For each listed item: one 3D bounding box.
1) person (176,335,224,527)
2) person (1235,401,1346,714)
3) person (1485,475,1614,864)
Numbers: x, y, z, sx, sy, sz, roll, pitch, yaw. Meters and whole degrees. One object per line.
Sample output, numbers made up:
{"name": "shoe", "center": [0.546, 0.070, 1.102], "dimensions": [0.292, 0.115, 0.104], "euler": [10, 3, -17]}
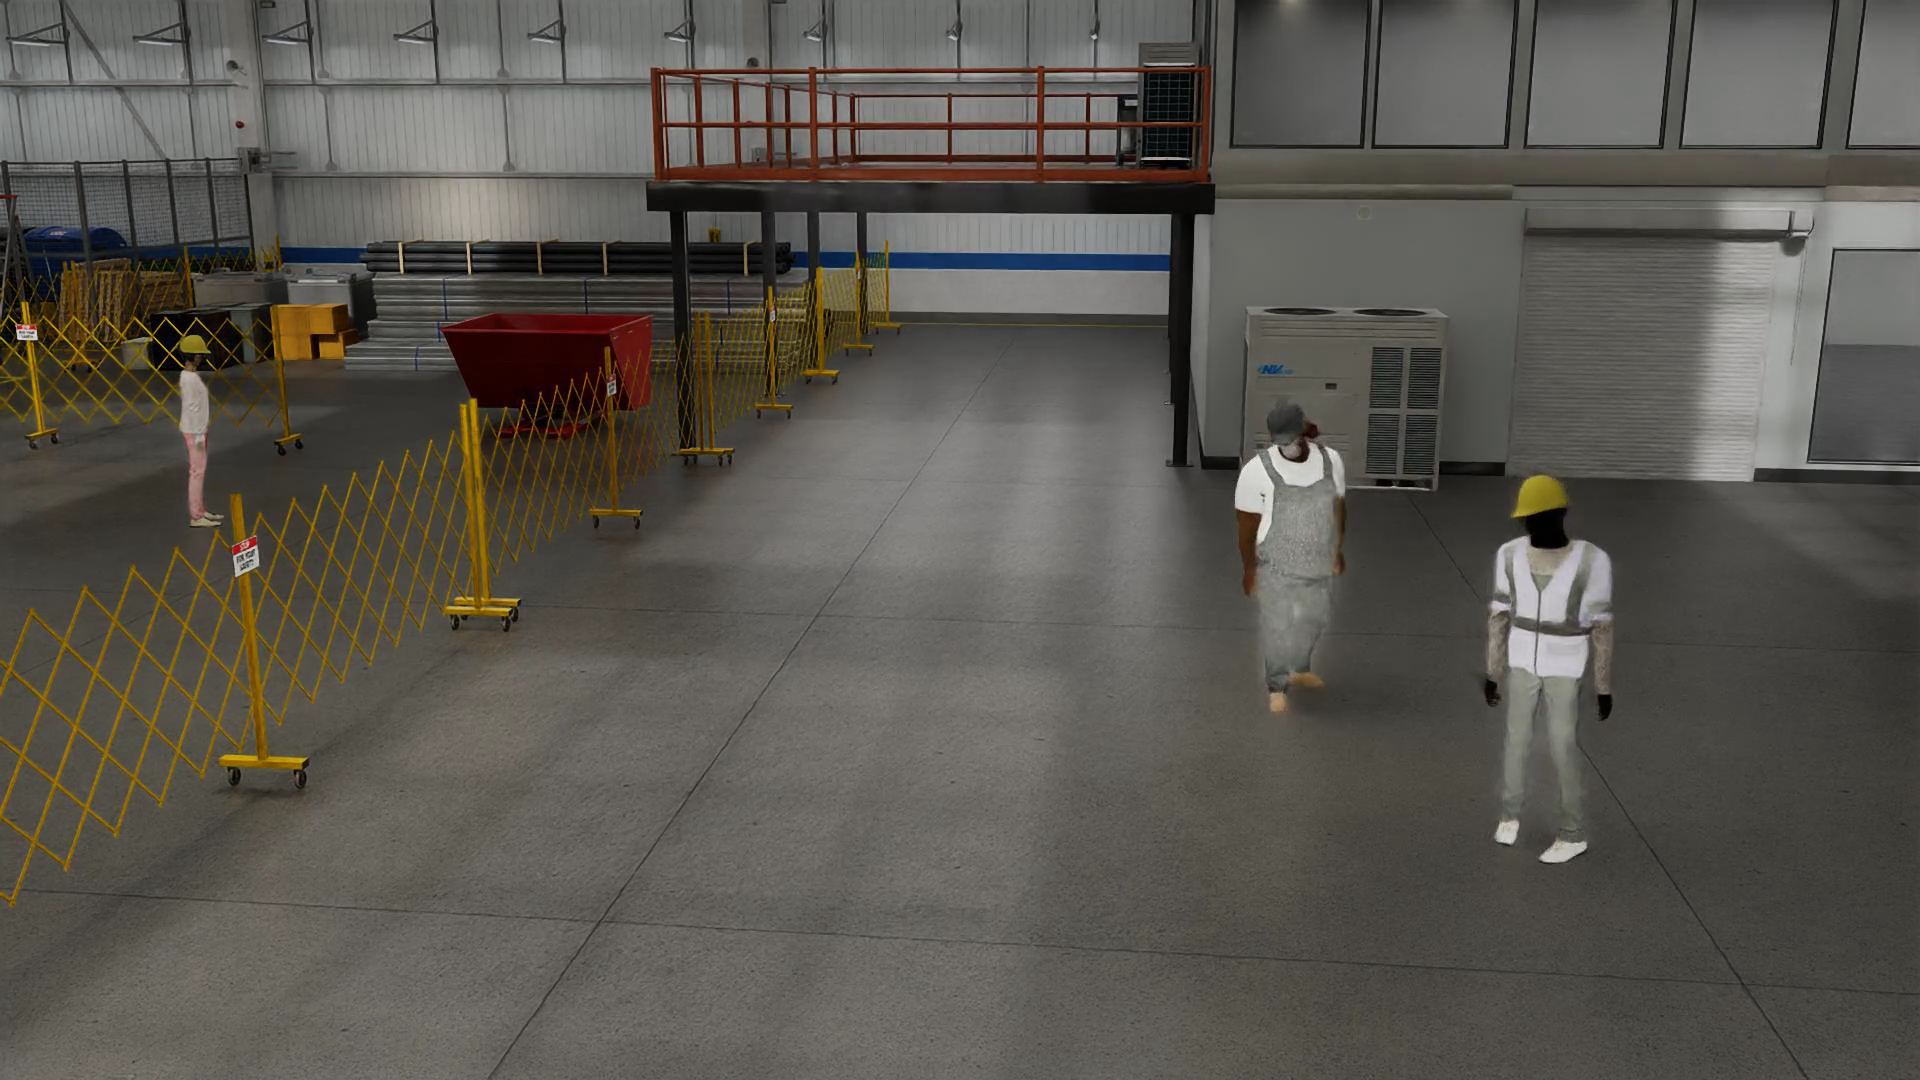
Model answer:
{"name": "person", "center": [-6.948, -0.994, 15.194], "dimensions": [0.337, 1.757, 0.520], "euler": [-6, 15, -25]}
{"name": "person", "center": [2.033, 0.062, 10.289], "dimensions": [0.750, 2.000, 0.741], "euler": [-4, 14, -15]}
{"name": "person", "center": [2.926, 0.627, 8.268], "dimensions": [0.649, 1.919, 0.425], "euler": [12, 18, 41]}
